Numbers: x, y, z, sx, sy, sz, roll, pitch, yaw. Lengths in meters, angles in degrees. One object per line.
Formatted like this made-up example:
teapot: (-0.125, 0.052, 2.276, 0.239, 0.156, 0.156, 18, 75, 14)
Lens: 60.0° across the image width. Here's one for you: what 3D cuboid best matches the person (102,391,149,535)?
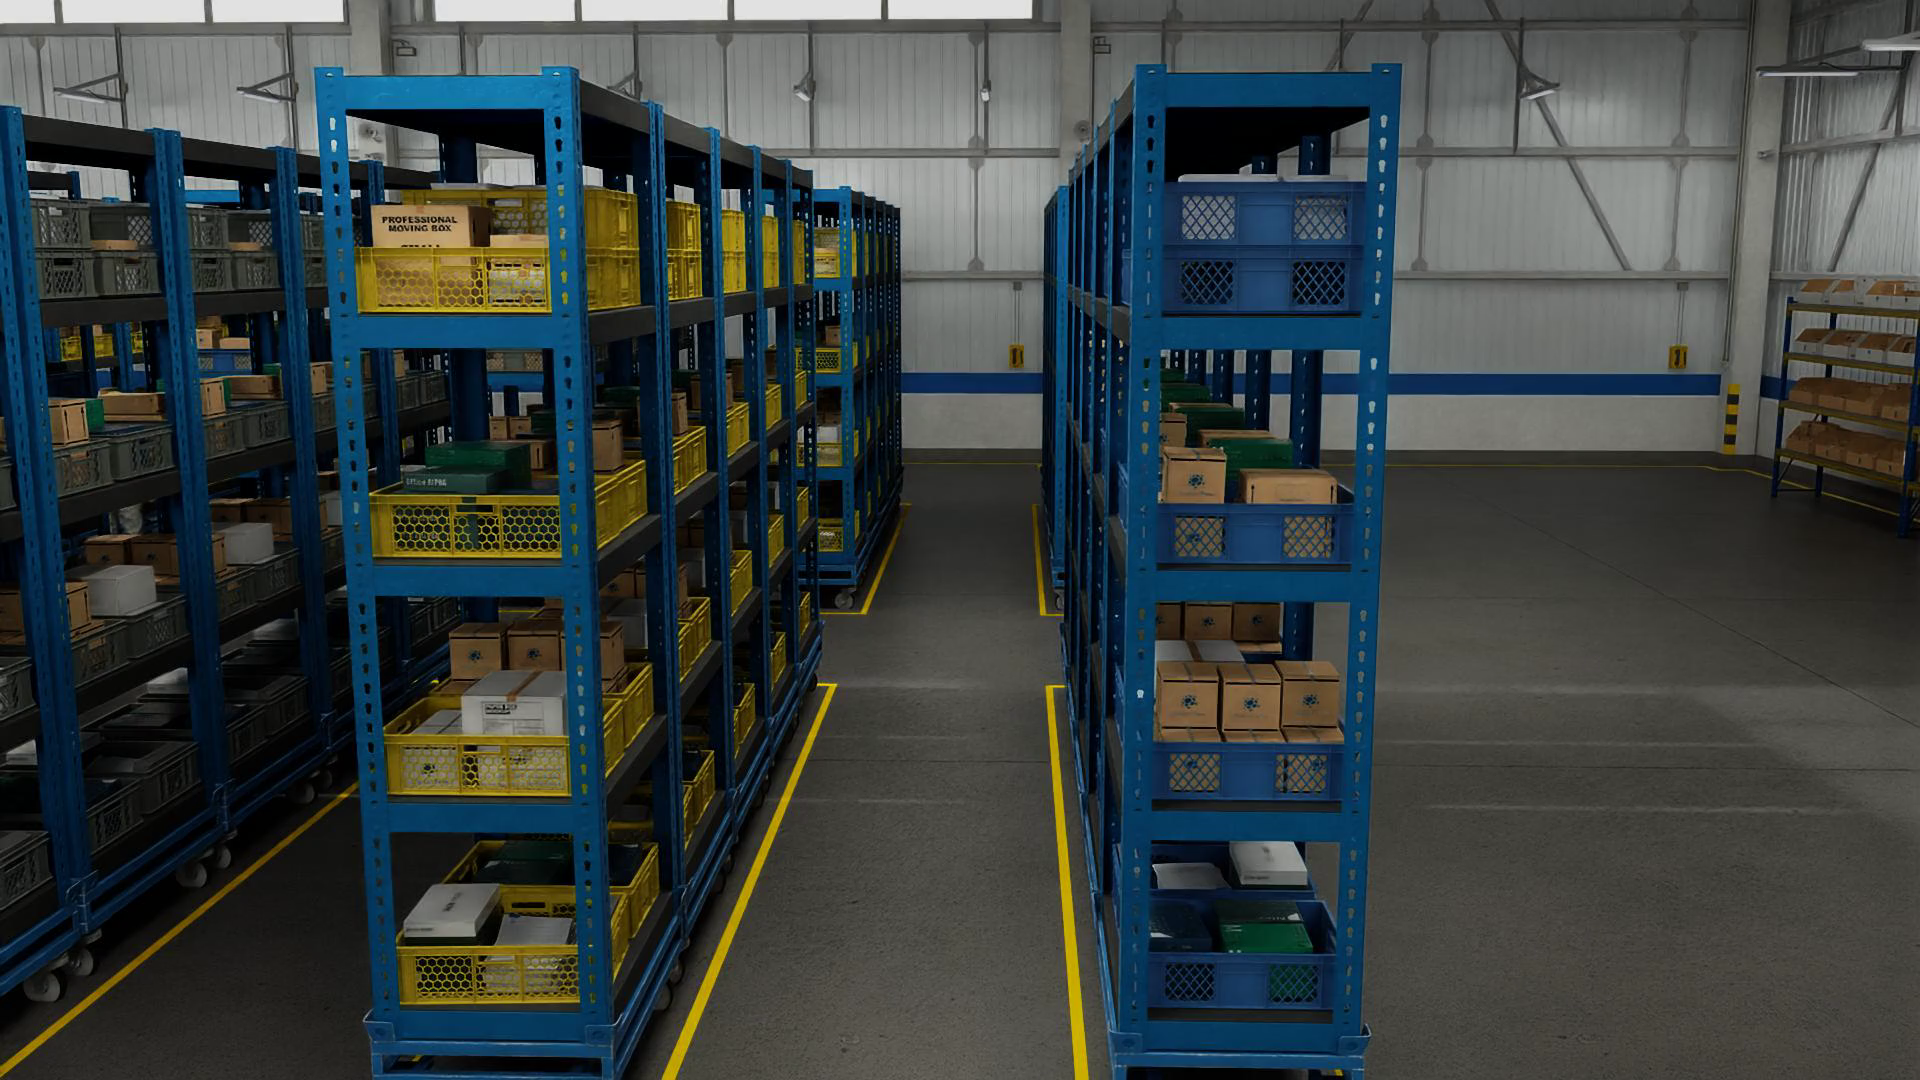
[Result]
person: (-7.545, -0.417, 14.924, 0.591, 1.834, 0.404, 1, 10, 8)
